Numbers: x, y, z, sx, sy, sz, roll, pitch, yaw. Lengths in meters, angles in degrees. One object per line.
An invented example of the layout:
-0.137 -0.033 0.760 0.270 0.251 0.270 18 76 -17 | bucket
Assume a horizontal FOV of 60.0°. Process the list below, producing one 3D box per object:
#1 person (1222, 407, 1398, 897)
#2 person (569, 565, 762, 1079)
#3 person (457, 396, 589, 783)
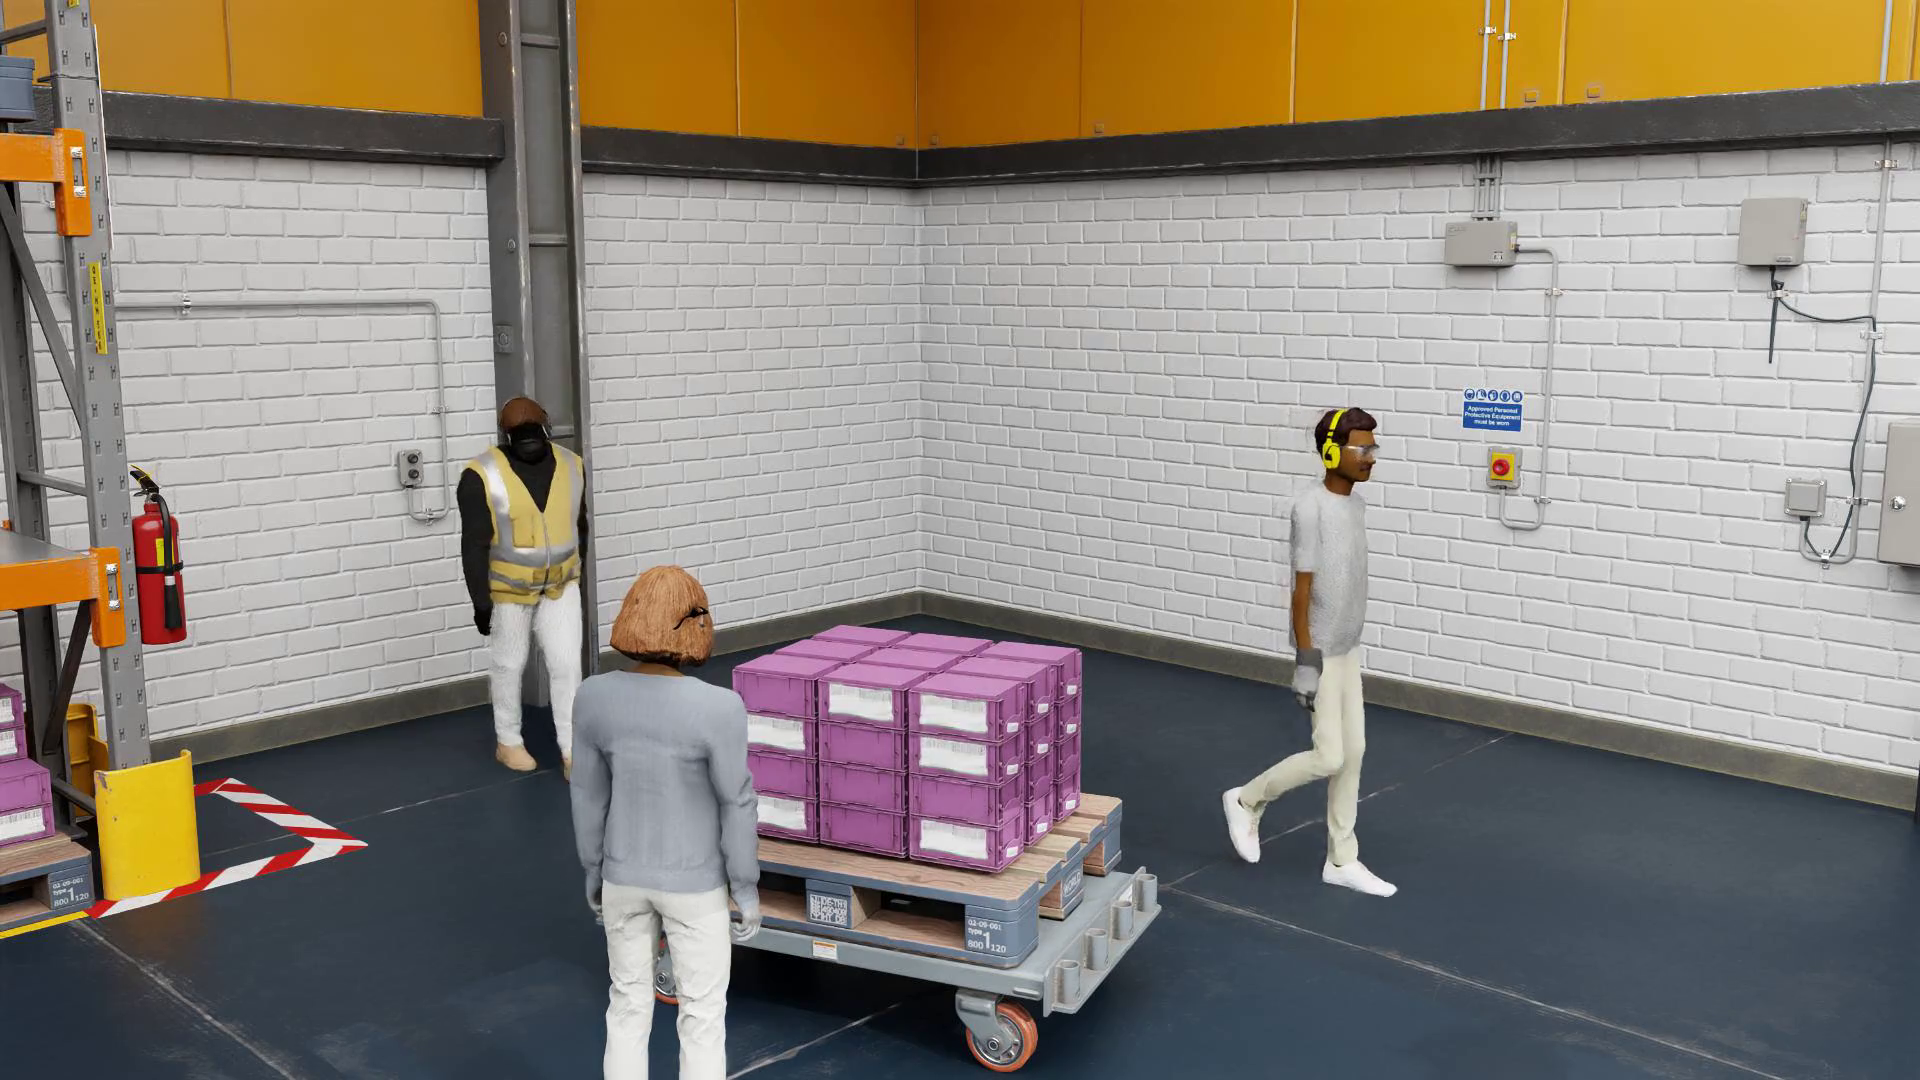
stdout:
1.367 0.421 6.321 0.609 1.849 0.531 8 12 39 | person
-0.736 0.873 4.205 0.507 1.631 0.266 3 10 20 | person
-1.962 0.233 7.629 0.650 1.794 0.850 -6 11 -34 | person
